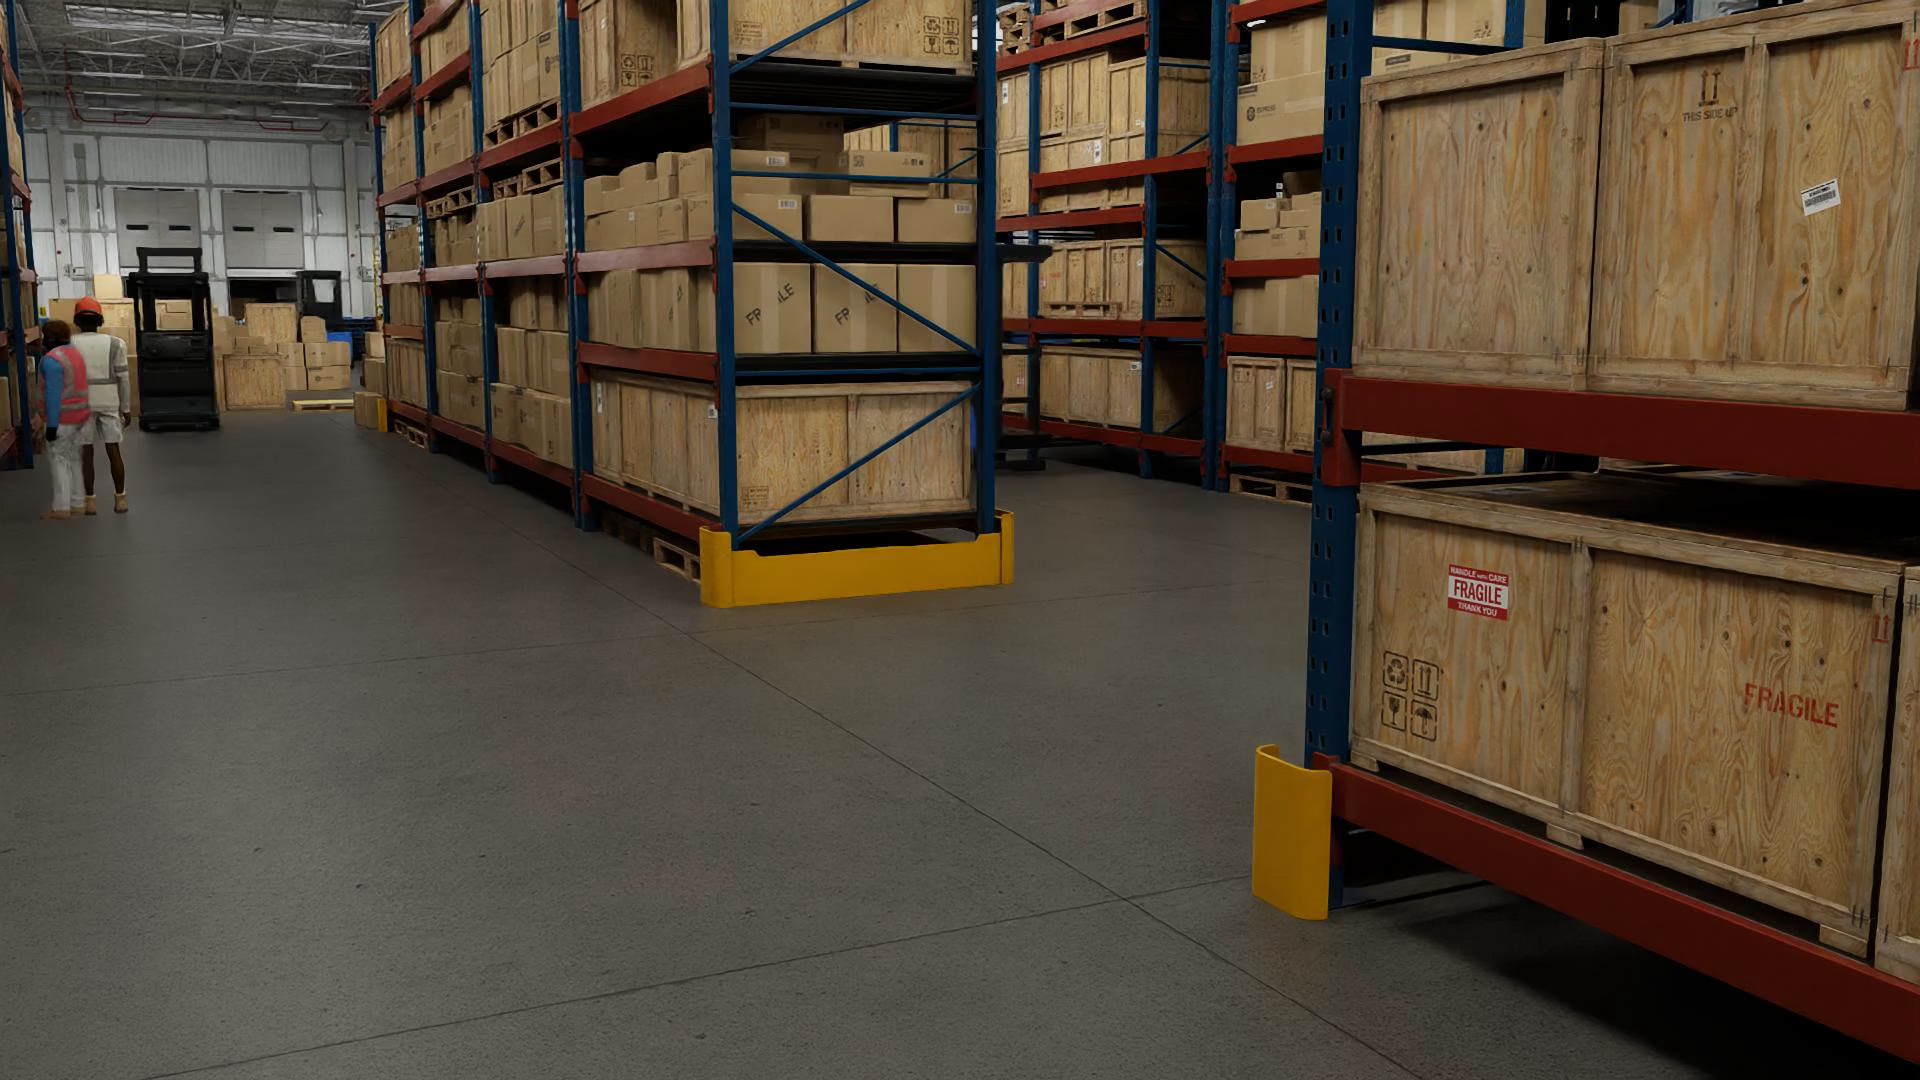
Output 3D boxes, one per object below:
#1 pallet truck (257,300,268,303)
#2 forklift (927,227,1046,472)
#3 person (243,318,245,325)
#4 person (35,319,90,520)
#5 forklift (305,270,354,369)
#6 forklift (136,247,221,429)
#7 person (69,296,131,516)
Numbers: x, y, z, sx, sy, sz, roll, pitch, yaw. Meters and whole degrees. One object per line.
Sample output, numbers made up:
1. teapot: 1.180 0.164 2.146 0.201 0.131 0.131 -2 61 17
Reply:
1. pallet truck: -23.913 -7.404 58.171 1.885 1.965 0.823 -1 8 -9
2. forklift: -0.094 -2.180 19.122 1.873 2.768 1.129 -4 9 -26
3. person: -16.531 -4.597 39.092 0.591 1.919 0.392 -8 12 -44
4. person: -8.244 -1.104 15.289 0.429 1.843 0.629 -1 8 -4
5. forklift: -17.965 -6.238 47.102 1.129 2.768 1.873 -5 10 -32
6. forklift: -12.311 -3.191 26.095 1.129 2.768 1.873 -4 9 -23
7. person: -8.106 -1.250 15.575 0.615 2.041 0.376 -6 10 -37
